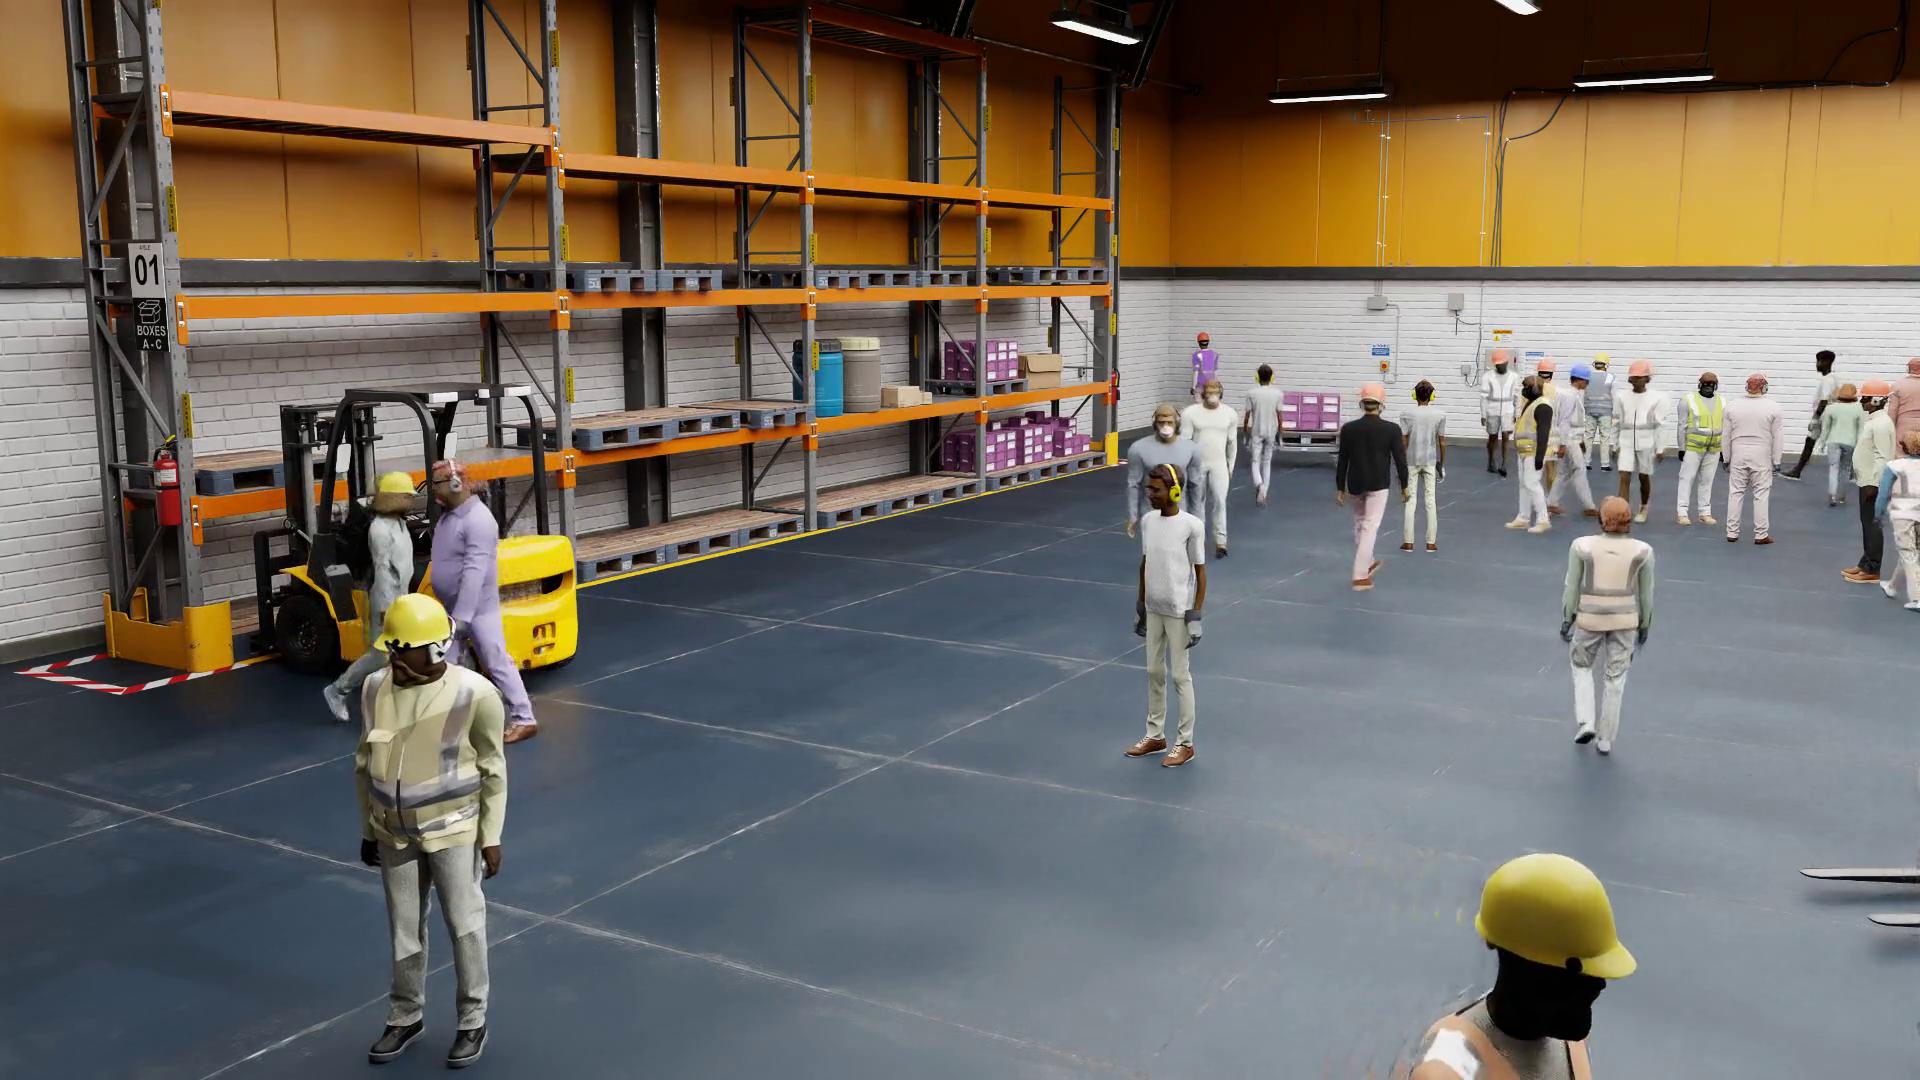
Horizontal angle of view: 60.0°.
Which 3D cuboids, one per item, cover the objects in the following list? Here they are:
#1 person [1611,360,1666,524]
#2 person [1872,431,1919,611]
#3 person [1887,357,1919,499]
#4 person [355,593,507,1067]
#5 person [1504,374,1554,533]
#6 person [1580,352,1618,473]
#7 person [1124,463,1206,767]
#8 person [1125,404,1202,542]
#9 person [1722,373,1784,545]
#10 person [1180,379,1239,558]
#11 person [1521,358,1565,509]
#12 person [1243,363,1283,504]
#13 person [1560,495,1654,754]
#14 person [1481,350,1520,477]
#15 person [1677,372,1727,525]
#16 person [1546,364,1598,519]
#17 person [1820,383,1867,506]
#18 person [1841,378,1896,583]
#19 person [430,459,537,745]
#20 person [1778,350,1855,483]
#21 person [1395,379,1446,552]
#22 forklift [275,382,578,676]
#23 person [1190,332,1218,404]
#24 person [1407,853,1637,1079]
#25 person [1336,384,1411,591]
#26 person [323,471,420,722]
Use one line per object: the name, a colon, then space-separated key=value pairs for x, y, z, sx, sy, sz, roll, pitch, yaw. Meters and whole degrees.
person: x=8.056 y=-1.140 z=19.762 sx=0.622 sy=1.997 sz=1.030 roll=6 pitch=11 yaw=33
person: x=8.560 y=-0.189 z=15.037 sx=0.518 sy=1.589 sz=0.861 roll=0 pitch=9 yaw=-1
person: x=12.624 y=-1.468 z=22.066 sx=0.642 sy=1.905 sz=0.399 roll=2 pitch=9 yaw=14
person: x=-2.020 y=1.094 z=6.317 sx=0.587 sy=1.826 sz=0.404 roll=2 pitch=9 yaw=11
person: x=6.667 y=-1.005 z=19.390 sx=0.430 sy=1.845 sz=0.650 roll=0 pitch=9 yaw=2
person: x=9.689 y=-1.935 z=25.200 sx=0.589 sy=1.833 sz=0.404 roll=7 pitch=12 yaw=39
person: x=1.271 y=0.453 z=10.195 sx=0.310 sy=1.864 sz=0.533 roll=-8 pitch=12 yaw=-40
person: x=1.702 y=-0.183 z=13.977 sx=0.639 sy=1.919 sz=0.553 roll=1 pitch=9 yaw=8
person: x=8.836 y=-0.906 z=18.545 sx=0.639 sy=1.910 sz=0.407 roll=8 pitch=12 yaw=40
person: x=2.645 y=-0.760 z=17.687 sx=0.641 sy=1.886 sz=1.014 roll=1 pitch=9 yaw=4
person: x=7.427 y=-1.349 z=21.216 sx=0.552 sy=1.935 sz=0.374 roll=3 pitch=10 yaw=17
person: x=3.942 y=-1.355 z=21.565 sx=0.523 sy=1.845 sz=0.677 roll=0 pitch=9 yaw=1
person: x=4.053 y=0.531 z=10.428 sx=0.543 sy=1.623 sz=0.377 roll=3 pitch=9 yaw=16
person: x=8.056 y=-1.896 z=24.798 sx=0.578 sy=1.871 sz=1.011 roll=2 pitch=9 yaw=12
person: x=8.891 y=-1.090 z=19.921 sx=0.619 sy=1.839 sz=0.430 roll=-1 pitch=9 yaw=-5
person: x=7.598 y=-1.199 z=20.384 sx=0.794 sy=1.900 sz=0.652 roll=3 pitch=10 yaw=20
person: x=11.469 y=-1.245 z=21.621 sx=0.510 sy=1.611 sz=0.727 roll=5 pitch=10 yaw=28
person: x=8.870 y=-0.576 z=16.214 sx=0.389 sy=1.992 sz=0.625 roll=4 pitch=10 yaw=24
person: x=-3.140 y=0.421 z=10.438 sx=0.994 sy=1.851 sz=0.644 roll=-9 pitch=12 yaw=-43
person: x=12.436 y=-1.771 z=23.928 sx=1.007 sy=1.915 sz=0.621 roll=4 pitch=10 yaw=22
person: x=4.983 y=-0.796 z=17.999 sx=0.535 sy=1.863 sz=0.309 roll=1 pitch=9 yaw=8
forklift: x=-3.974 y=-0.067 z=12.417 sx=2.313 sy=2.155 sz=1.214 roll=5 pitch=11 yaw=30
person: x=4.500 y=-2.872 z=30.754 sx=0.542 sy=1.928 sz=0.374 roll=-4 pitch=10 yaw=-24
person: x=1.065 y=1.532 z=3.323 sx=0.602 sy=1.915 sz=0.467 roll=-8 pitch=12 yaw=-42
person: x=4.006 y=-0.524 z=16.048 sx=0.640 sy=1.942 sz=1.010 roll=7 pitch=12 yaw=38
person: x=-3.829 y=0.399 z=10.994 sx=0.746 sy=1.710 sz=0.506 roll=1 pitch=9 yaw=4
